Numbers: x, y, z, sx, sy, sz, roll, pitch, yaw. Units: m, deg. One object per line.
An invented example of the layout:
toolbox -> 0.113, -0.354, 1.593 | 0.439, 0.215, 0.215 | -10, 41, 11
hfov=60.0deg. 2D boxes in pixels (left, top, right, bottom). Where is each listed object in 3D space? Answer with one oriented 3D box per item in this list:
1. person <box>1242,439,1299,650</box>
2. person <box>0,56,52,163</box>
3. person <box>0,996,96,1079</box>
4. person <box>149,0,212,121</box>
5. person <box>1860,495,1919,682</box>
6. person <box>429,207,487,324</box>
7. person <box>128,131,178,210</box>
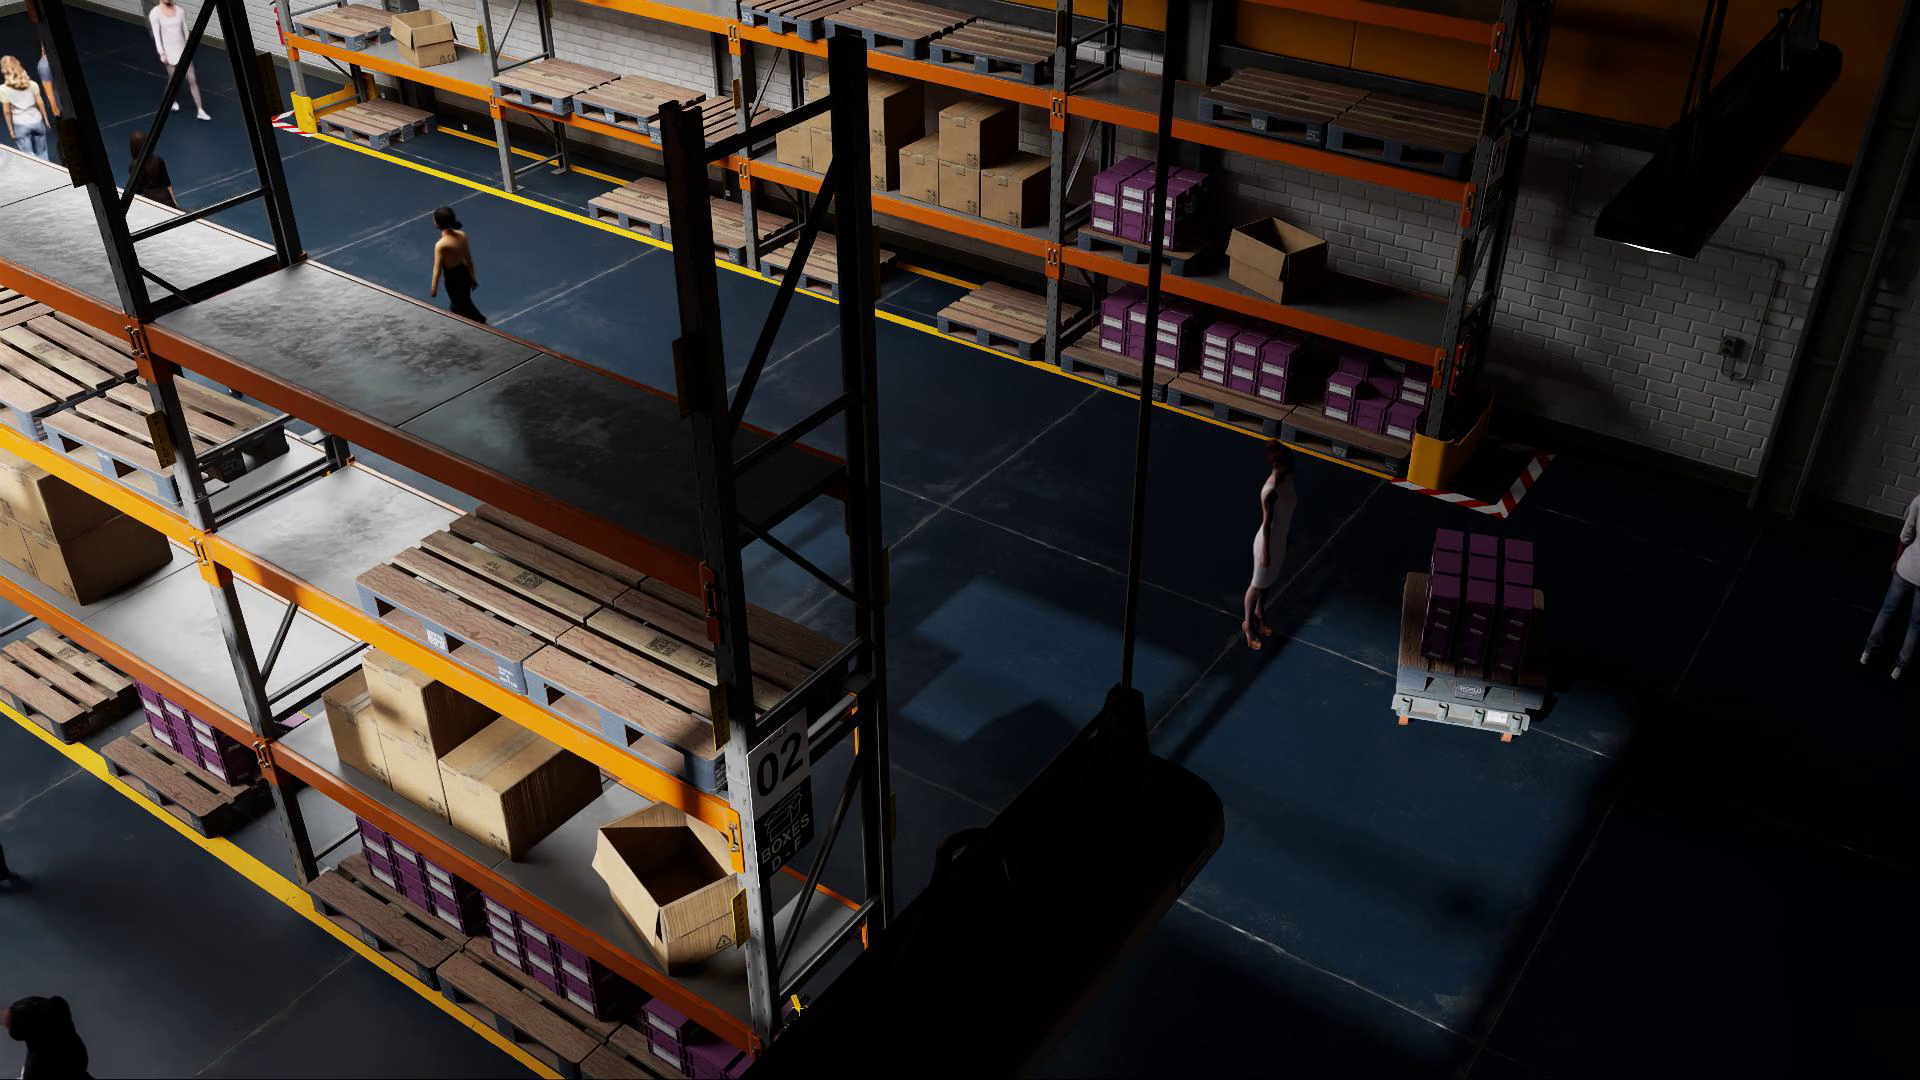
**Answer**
person -> 2.343, 0.031, 12.566 | 0.466, 1.790, 0.572 | 21, 39, 28
person -> -11.302, -5.016, 20.228 | 0.764, 1.714, 0.912 | -25, 41, -33
person -> -4.418, 2.891, 8.320 | 0.770, 1.728, 0.709 | -6, 34, -8
person -> -10.676, -6.625, 22.556 | 1.127, 1.816, 0.772 | 26, 42, 34
person -> 7.122, 0.209, 12.276 | 0.777, 1.814, 0.635 | -20, 39, -28
person -> -4.910, -2.489, 16.508 | 1.017, 1.624, 0.727 | 12, 36, 18
person -> -8.828, -3.696, 18.308 | 0.556, 1.642, 0.607 | 28, 43, 36
